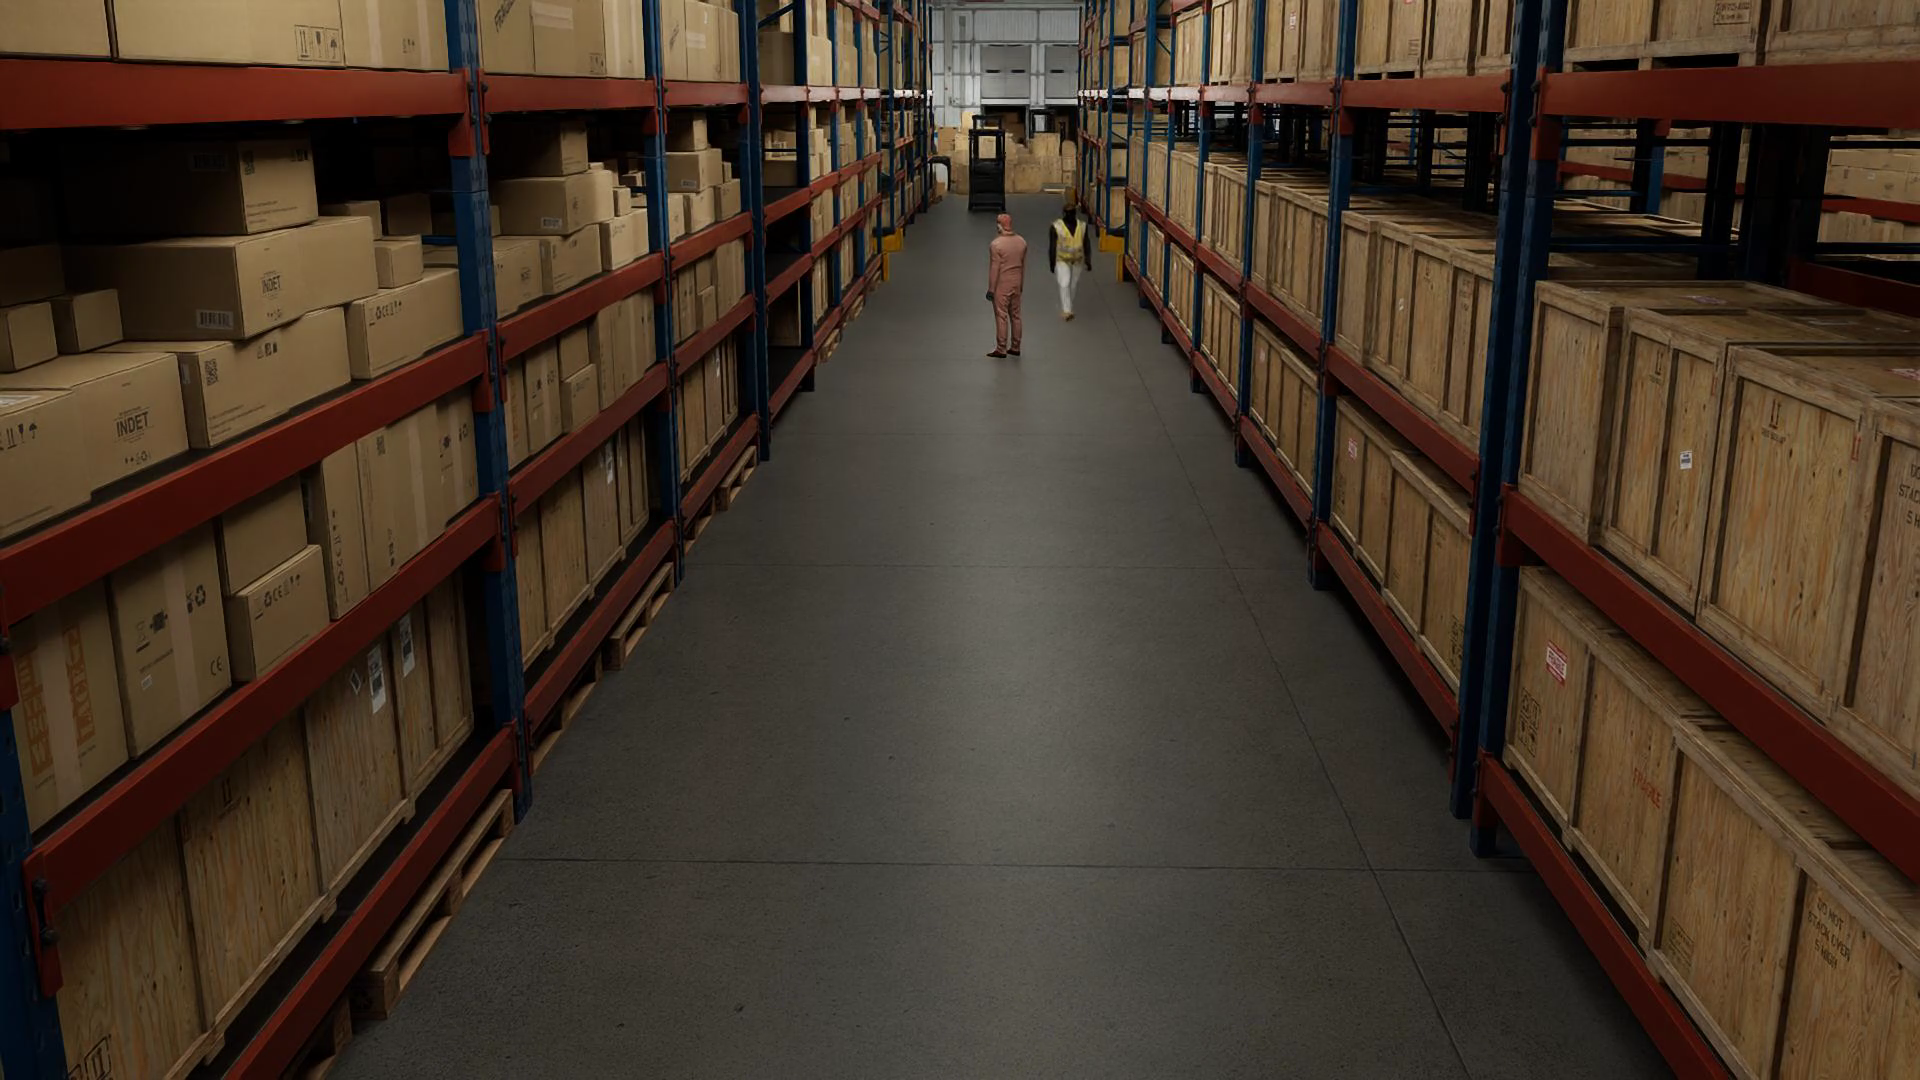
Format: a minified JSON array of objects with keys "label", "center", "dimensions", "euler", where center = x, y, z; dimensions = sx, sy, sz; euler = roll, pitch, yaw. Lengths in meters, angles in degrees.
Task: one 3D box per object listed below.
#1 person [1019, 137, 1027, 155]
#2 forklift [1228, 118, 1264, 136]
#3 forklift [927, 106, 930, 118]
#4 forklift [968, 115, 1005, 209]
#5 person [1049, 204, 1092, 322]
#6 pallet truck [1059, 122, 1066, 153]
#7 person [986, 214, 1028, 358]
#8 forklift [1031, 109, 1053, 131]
[{"label":"person","center":[2.379,-14.470,63.614],"dimensions":[0.463,1.838,0.652],"euler":[-6,16,-21]},{"label":"forklift","center":[7.646,-9.951,44.818],"dimensions":[1.129,2.768,1.873],"euler":[4,15,13]},{"label":"forklift","center":[-1.918,-21.452,87.608],"dimensions":[1.129,2.768,1.873],"euler":[0,15,2]},{"label":"forklift","center":[0.833,-11.563,50.814],"dimensions":[1.129,2.768,1.873],"euler":[0,15,2]},{"label":"person","center":[1.741,-4.304,25.860],"dimensions":[0.627,1.799,0.932],"euler":[-4,16,-15]},{"label":"pallet truck","center":[5.788,-21.111,88.014],"dimensions":[1.885,1.965,0.823],"euler":[5,16,18]},{"label":"person","center":[0.600,-3.400,22.303],"dimensions":[0.638,1.903,0.408],"euler":[-14,20,-41]},{"label":"forklift","center":[3.409,-16.577,69.470],"dimensions":[1.129,2.768,1.873],"euler":[0,15,2]}]
